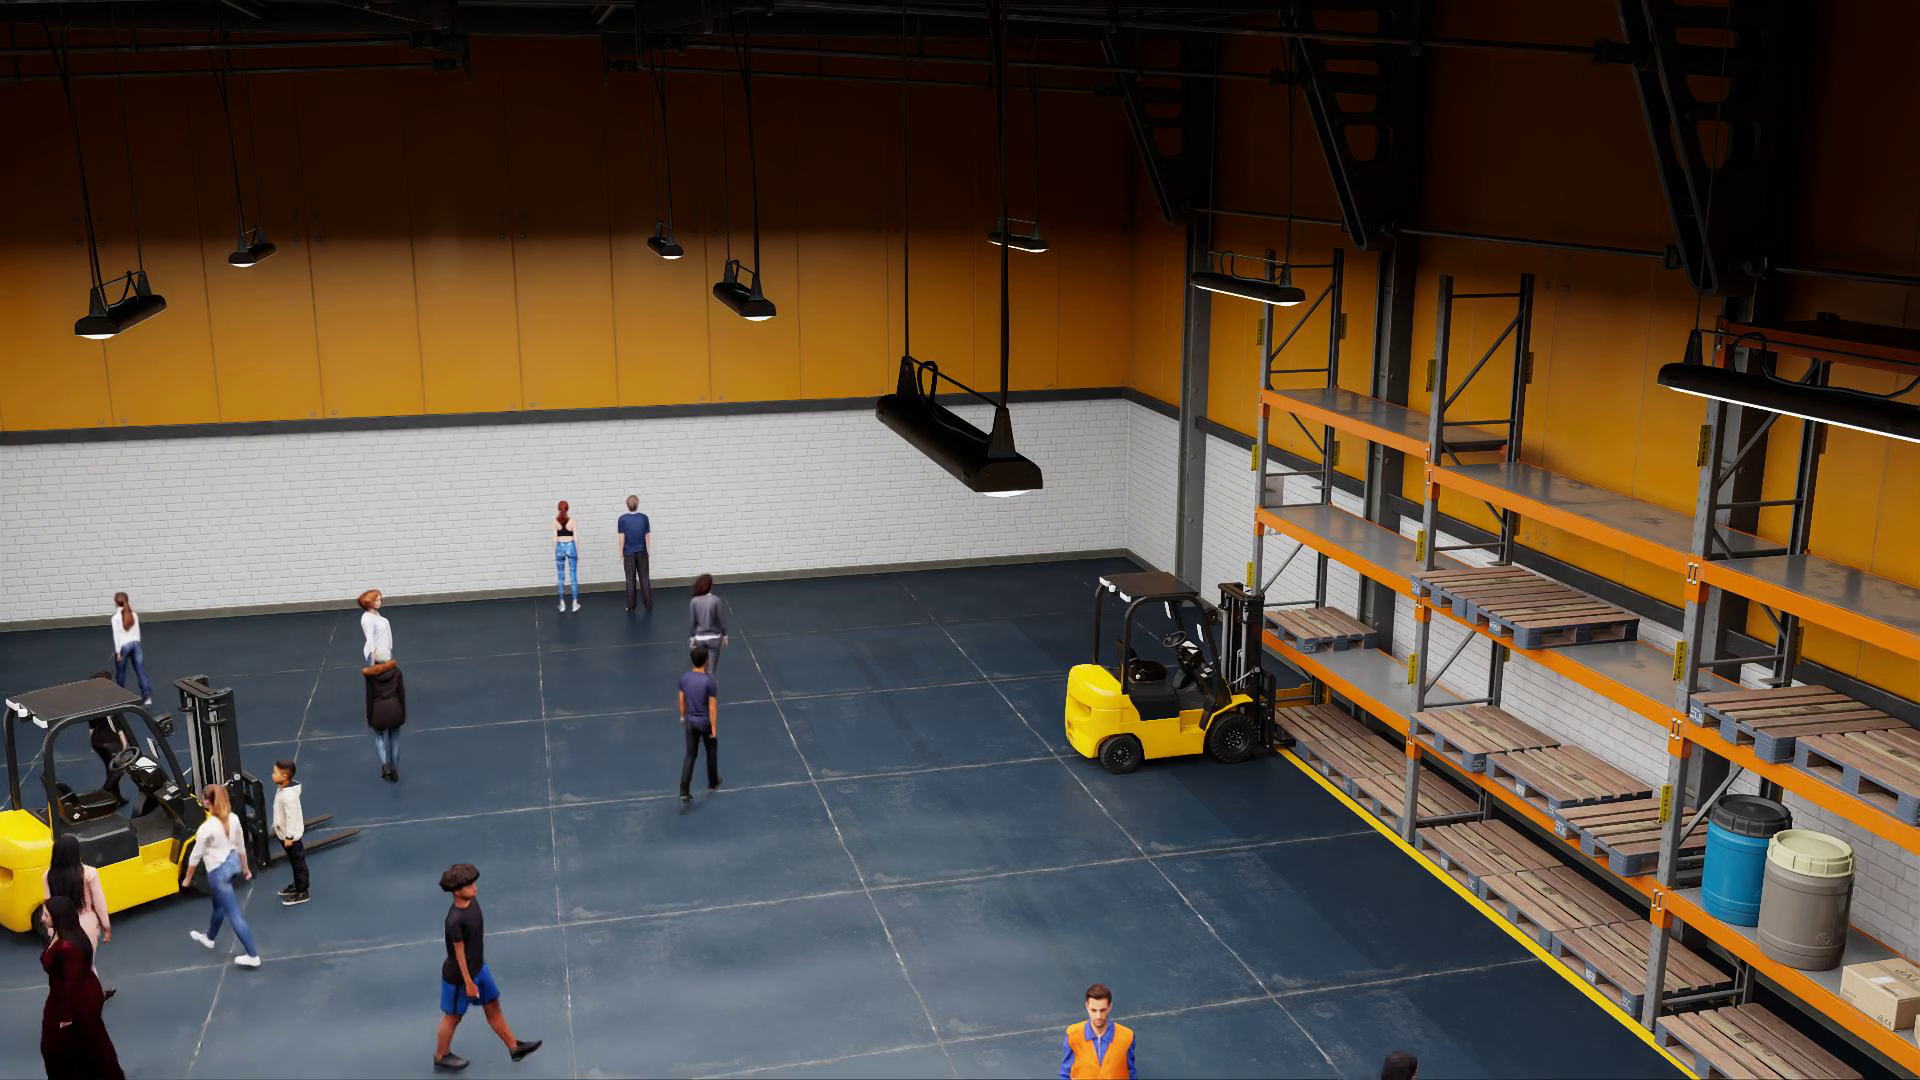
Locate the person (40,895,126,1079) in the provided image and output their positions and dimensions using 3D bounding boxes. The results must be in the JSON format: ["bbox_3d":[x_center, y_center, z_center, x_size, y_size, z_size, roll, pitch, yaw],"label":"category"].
[{"bbox_3d":[-6.708,3.537,12.829,0.925,1.727,0.906,-11,18,-39],"label":"person"}]

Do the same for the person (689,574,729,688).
[{"bbox_3d":[-3.329,1.357,21.845,0.929,1.722,1.222,2,14,7],"label":"person"}]

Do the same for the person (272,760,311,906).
[{"bbox_3d":[-6.552,2.838,16.296,0.689,1.455,0.534,-8,16,-29],"label":"person"}]

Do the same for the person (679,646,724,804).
[{"bbox_3d":[-2.975,2.106,18.680,1.020,1.756,1.229,3,14,13],"label":"person"}]

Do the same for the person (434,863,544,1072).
[{"bbox_3d":[-4.018,3.428,13.223,0.964,1.755,1.111,2,14,6],"label":"person"}]

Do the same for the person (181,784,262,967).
[{"bbox_3d":[-6.546,3.049,14.957,1.034,1.676,1.111,4,14,15],"label":"person"}]

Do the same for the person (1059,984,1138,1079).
[{"bbox_3d":[0.927,3.853,11.235,0.745,1.864,0.680,-1,14,-2],"label":"person"}]

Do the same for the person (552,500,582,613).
[{"bbox_3d":[-6.222,0.244,26.303,0.569,1.786,0.588,-2,14,-10],"label":"person"}]

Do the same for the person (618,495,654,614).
[{"bbox_3d":[-5.129,0.205,26.286,0.661,1.871,0.535,-4,14,-17],"label":"person"}]

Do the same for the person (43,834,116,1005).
[{"bbox_3d":[-7.377,3.314,13.848,0.848,1.683,1.236,0,14,0],"label":"person"}]

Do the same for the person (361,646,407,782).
[{"bbox_3d":[-6.627,2.031,19.269,0.670,1.625,0.683,-7,15,-26],"label":"person"}]

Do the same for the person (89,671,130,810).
[{"bbox_3d":[-9.419,2.265,18.301,0.804,1.625,1.014,2,14,7],"label":"person"}]

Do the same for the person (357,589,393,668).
[{"bbox_3d":[-7.563,1.456,21.461,0.726,1.710,0.565,-2,14,-7],"label":"person"}]

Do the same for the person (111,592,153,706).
[{"bbox_3d":[-10.883,1.463,21.853,1.122,1.513,0.941,12,18,39],"label":"person"}]
